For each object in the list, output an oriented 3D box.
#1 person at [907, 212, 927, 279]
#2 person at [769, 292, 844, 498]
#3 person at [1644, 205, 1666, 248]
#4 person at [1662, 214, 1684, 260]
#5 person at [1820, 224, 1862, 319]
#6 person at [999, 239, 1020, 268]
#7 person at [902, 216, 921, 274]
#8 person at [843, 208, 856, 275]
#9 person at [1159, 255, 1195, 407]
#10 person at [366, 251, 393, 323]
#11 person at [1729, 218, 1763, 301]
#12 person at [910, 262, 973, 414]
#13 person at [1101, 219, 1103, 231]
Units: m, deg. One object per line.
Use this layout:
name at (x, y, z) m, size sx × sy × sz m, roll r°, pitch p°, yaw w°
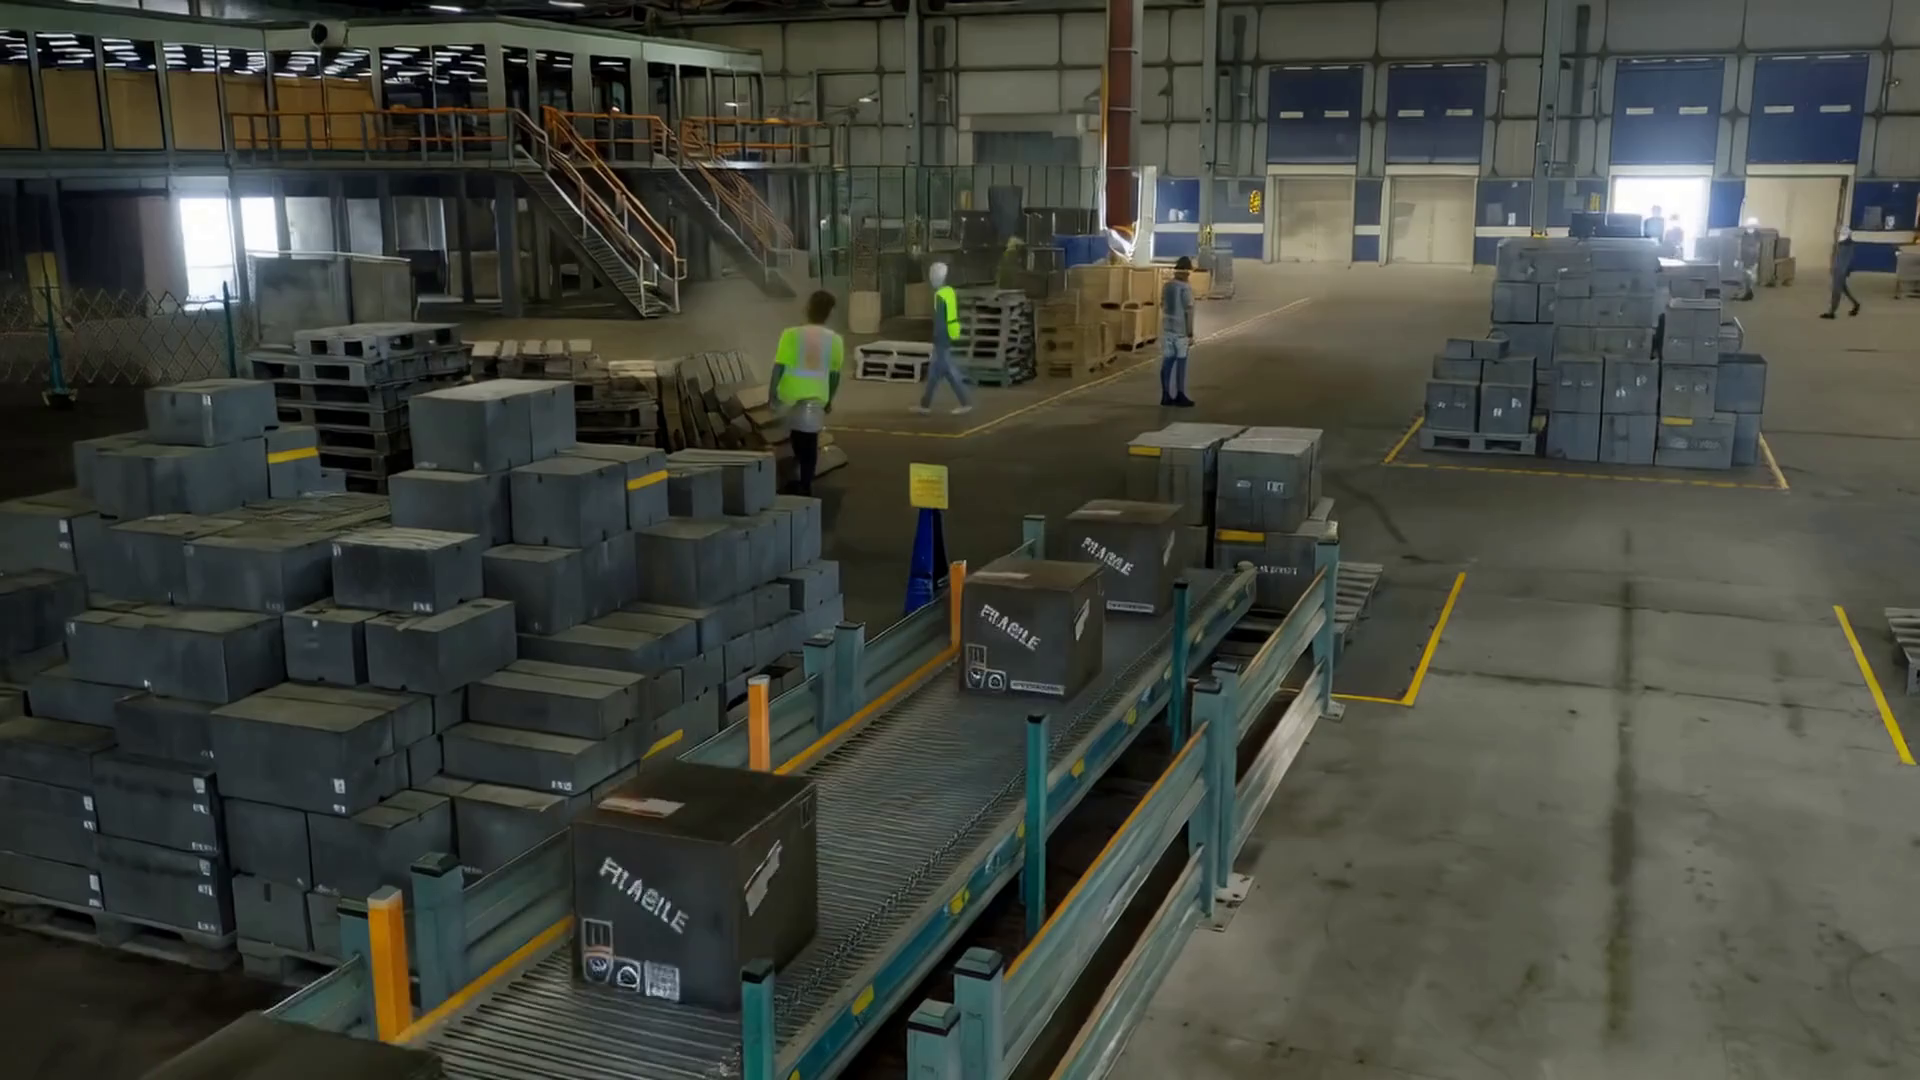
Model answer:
person at (-1.230, -8.155, 46.088) m, size 0.608 × 1.848 × 0.893 m, roll -11°, pitch 17°, yaw -41°
person at (-1.406, -1.335, 15.389) m, size 0.674 × 1.901 × 0.846 m, roll 0°, pitch 13°, yaw 0°
person at (19.855, -8.557, 47.568) m, size 0.610 × 1.996 × 0.379 m, roll 1°, pitch 13°, yaw 4°
person at (17.802, -7.188, 41.625) m, size 0.608 × 1.907 × 0.439 m, roll -7°, pitch 14°, yaw -28°
person at (18.007, -5.452, 33.820) m, size 0.801 × 1.920 × 0.629 m, roll 0°, pitch 13°, yaw 1°
person at (0.805, -4.478, 29.719) m, size 0.989 × 1.806 × 0.556 m, roll -10°, pitch 16°, yaw -37°
person at (-1.260, -8.398, 47.553) m, size 0.955 × 1.695 × 0.486 m, roll -6°, pitch 14°, yaw -24°
person at (-3.200, -8.654, 48.127) m, size 0.394 × 1.943 × 0.602 m, roll 4°, pitch 13°, yaw 19°
person at (2.801, -2.673, 21.307) m, size 0.370 × 1.935 × 0.552 m, roll -10°, pitch 16°, yaw -37°
person at (-9.057, -3.627, 25.998) m, size 0.406 × 1.752 × 0.533 m, roll 7°, pitch 14°, yaw 29°
person at (18.123, -6.454, 38.376) m, size 0.985 × 1.885 × 0.555 m, roll -5°, pitch 14°, yaw -23°
person at (-0.213, -2.494, 20.643) m, size 0.828 × 1.890 × 0.611 m, roll 2°, pitch 13°, yaw 8°
person at (4.602, -9.378, 51.714) m, size 0.957 × 1.801 × 0.634 m, roll -3°, pitch 13°, yaw -15°
